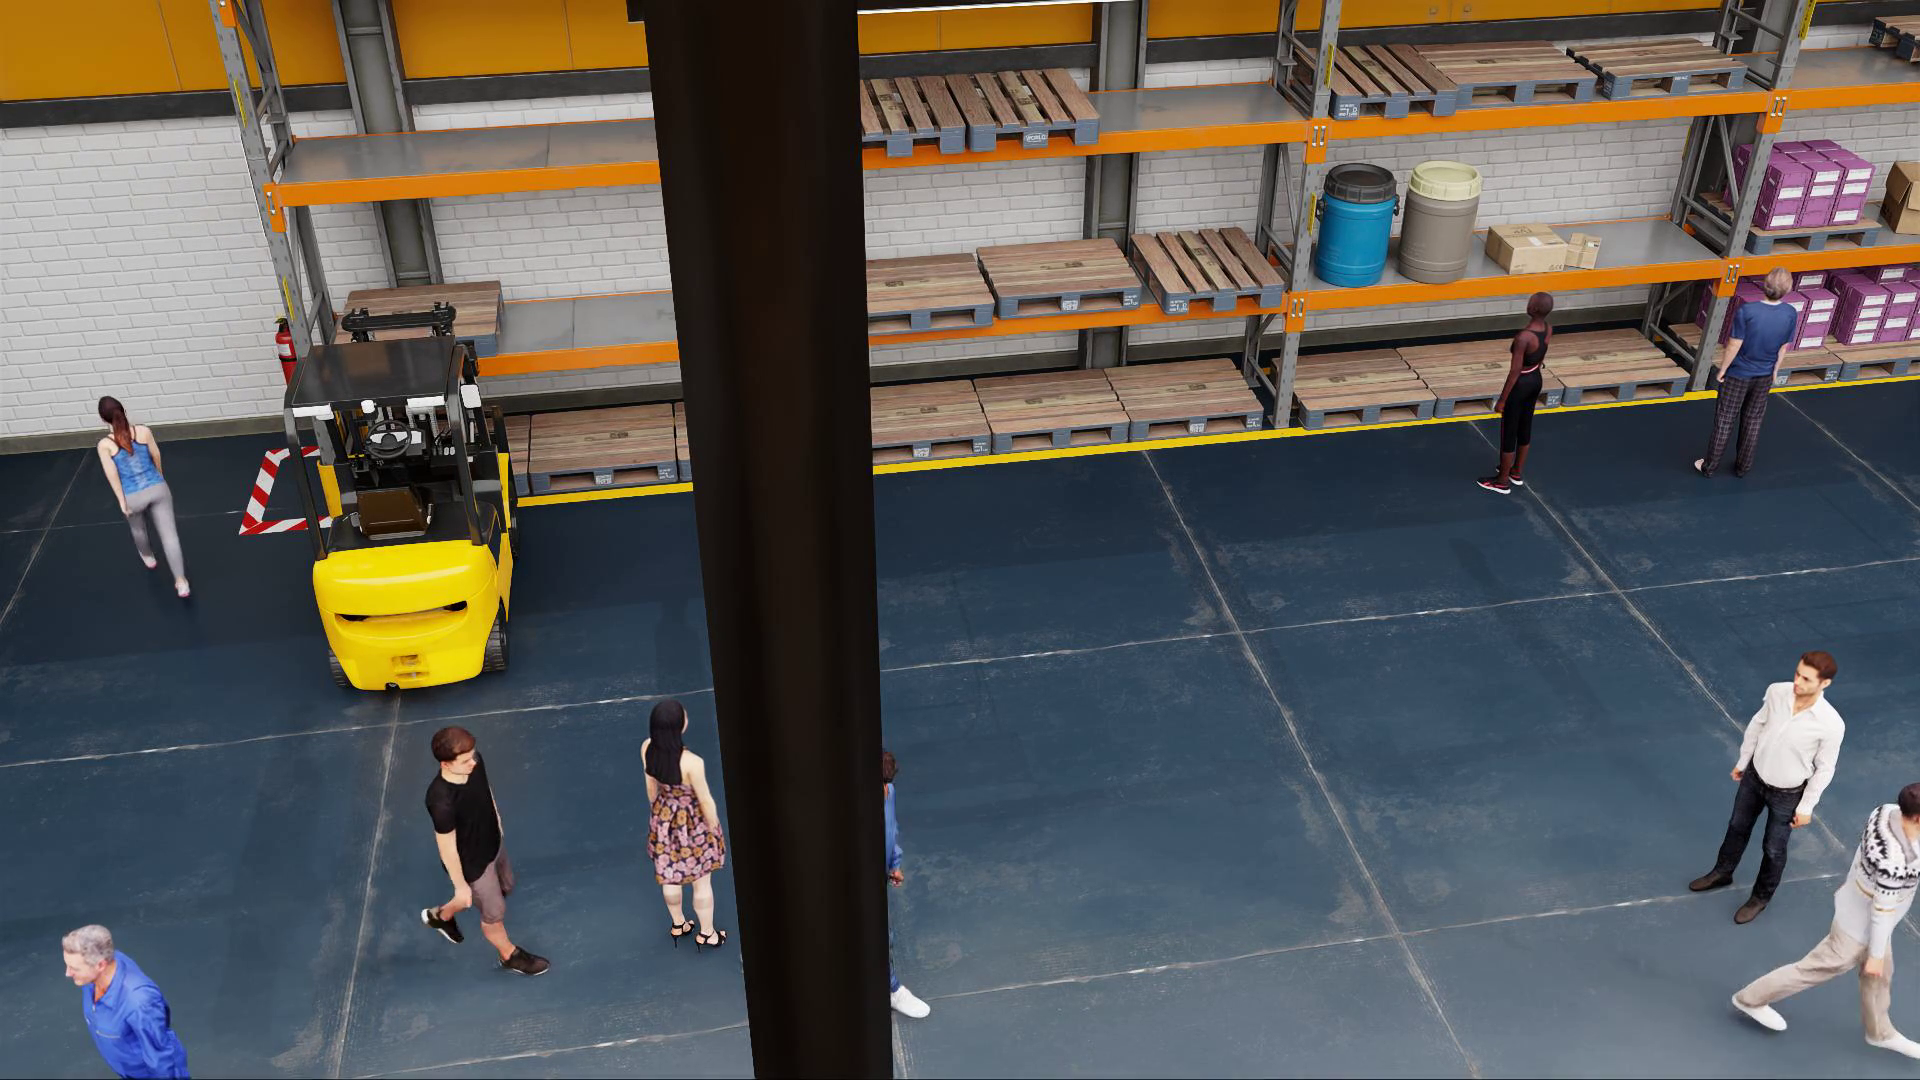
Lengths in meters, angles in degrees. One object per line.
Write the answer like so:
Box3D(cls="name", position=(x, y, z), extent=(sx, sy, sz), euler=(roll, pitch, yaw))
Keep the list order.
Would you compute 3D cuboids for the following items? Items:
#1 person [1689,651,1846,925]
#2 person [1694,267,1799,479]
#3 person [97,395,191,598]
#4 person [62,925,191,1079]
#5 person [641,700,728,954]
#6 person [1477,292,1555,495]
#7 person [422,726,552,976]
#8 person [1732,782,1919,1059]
Box3D(cls="person", position=(4.640, 1.383, 9.449), extent=(0.663, 1.870, 0.724), euler=(-18, 37, -25))
Box3D(cls="person", position=(6.449, -1.357, 13.570), extent=(0.572, 1.872, 0.770), euler=(2, 34, 3))
Box3D(cls="person", position=(-5.975, -0.292, 12.244), extent=(1.094, 1.565, 0.955), euler=(-23, 40, -30))
Box3D(cls="person", position=(-3.813, 2.471, 7.854), extent=(0.783, 1.824, 0.814), euler=(25, 41, 32))
Box3D(cls="person", position=(-1.530, 1.592, 9.221), extent=(0.789, 1.774, 0.862), euler=(15, 37, 22))
Box3D(cls="person", position=(4.548, -1.198, 13.434), extent=(0.619, 1.757, 0.726), euler=(-24, 40, -31))
Box3D(cls="person", position=(-2.711, 1.684, 9.023), extent=(1.078, 1.840, 0.899), euler=(4, 34, 6))
Box3D(cls="person", position=(4.598, 1.952, 8.644), extent=(1.314, 1.814, 1.175), euler=(16, 37, 22))
